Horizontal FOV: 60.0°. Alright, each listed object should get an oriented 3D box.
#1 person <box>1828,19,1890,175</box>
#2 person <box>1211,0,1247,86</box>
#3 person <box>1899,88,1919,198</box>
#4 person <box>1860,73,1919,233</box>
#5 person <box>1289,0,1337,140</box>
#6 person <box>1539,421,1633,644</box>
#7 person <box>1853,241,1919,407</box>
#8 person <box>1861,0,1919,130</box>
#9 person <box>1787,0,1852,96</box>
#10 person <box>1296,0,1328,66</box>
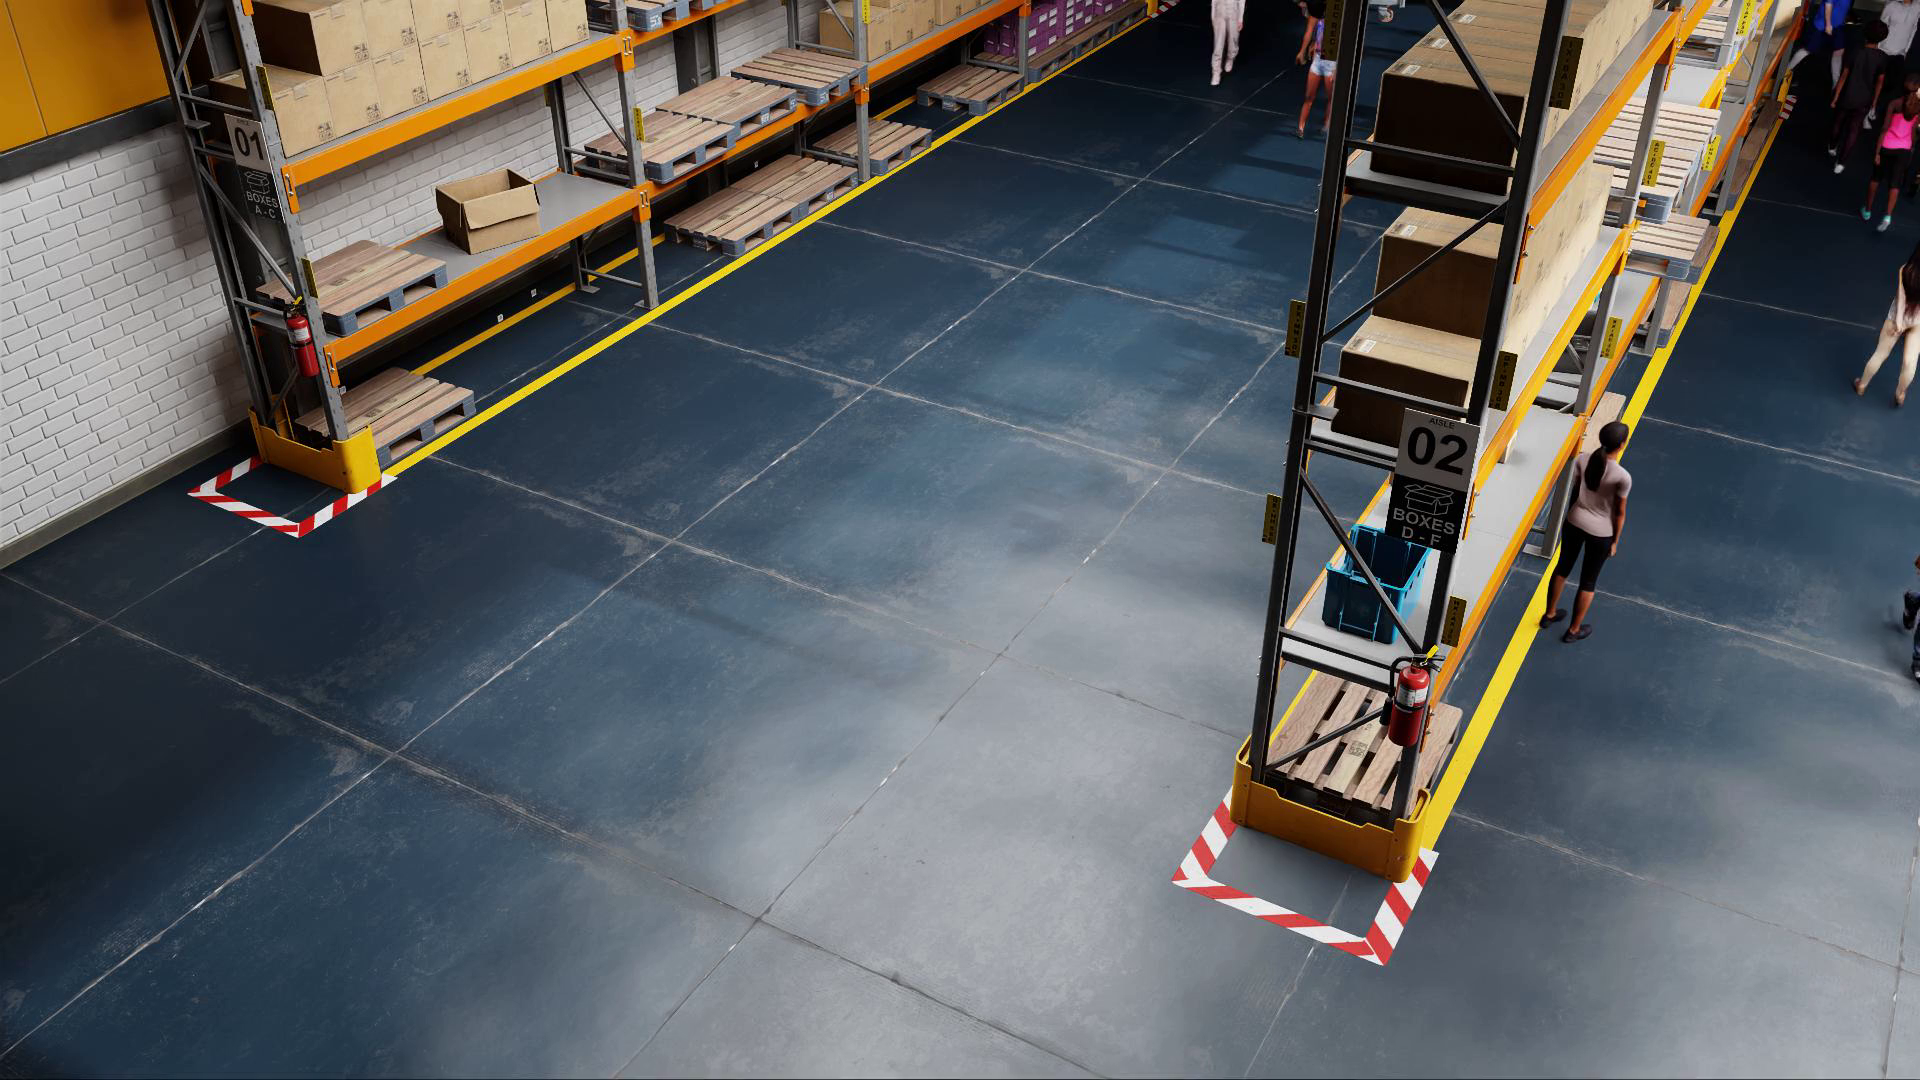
[{"bbox_3d":[10.552,-5.188,19.593,0.684,1.743,1.109,16,37,22],"label":"person"},{"bbox_3d":[3.630,-7.043,22.454,0.831,1.666,1.103,7,34,10],"label":"person"},{"bbox_3d":[11.061,-4.768,18.999,0.669,1.701,1.030,15,36,21],"label":"person"},{"bbox_3d":[10.207,-4.198,18.149,0.681,1.693,1.120,11,35,15],"label":"person"},{"bbox_3d":[4.580,-5.848,20.615,0.729,1.710,1.083,25,41,32],"label":"person"},{"bbox_3d":[4.486,-0.069,11.890,0.642,1.745,0.658,-25,41,-32],"label":"person"},{"bbox_3d":[8.489,-2.026,14.919,0.645,1.651,0.813,12,35,17],"label":"person"},{"bbox_3d":[11.612,-6.163,20.905,0.872,1.915,0.932,-1,34,-2],"label":"person"},{"bbox_3d":[11.416,-6.827,22.010,1.225,1.797,1.183,-14,36,-20],"label":"person"},{"bbox_3d":[4.858,-7.335,22.938,0.856,1.616,0.773,-22,40,-30],"label":"person"}]
